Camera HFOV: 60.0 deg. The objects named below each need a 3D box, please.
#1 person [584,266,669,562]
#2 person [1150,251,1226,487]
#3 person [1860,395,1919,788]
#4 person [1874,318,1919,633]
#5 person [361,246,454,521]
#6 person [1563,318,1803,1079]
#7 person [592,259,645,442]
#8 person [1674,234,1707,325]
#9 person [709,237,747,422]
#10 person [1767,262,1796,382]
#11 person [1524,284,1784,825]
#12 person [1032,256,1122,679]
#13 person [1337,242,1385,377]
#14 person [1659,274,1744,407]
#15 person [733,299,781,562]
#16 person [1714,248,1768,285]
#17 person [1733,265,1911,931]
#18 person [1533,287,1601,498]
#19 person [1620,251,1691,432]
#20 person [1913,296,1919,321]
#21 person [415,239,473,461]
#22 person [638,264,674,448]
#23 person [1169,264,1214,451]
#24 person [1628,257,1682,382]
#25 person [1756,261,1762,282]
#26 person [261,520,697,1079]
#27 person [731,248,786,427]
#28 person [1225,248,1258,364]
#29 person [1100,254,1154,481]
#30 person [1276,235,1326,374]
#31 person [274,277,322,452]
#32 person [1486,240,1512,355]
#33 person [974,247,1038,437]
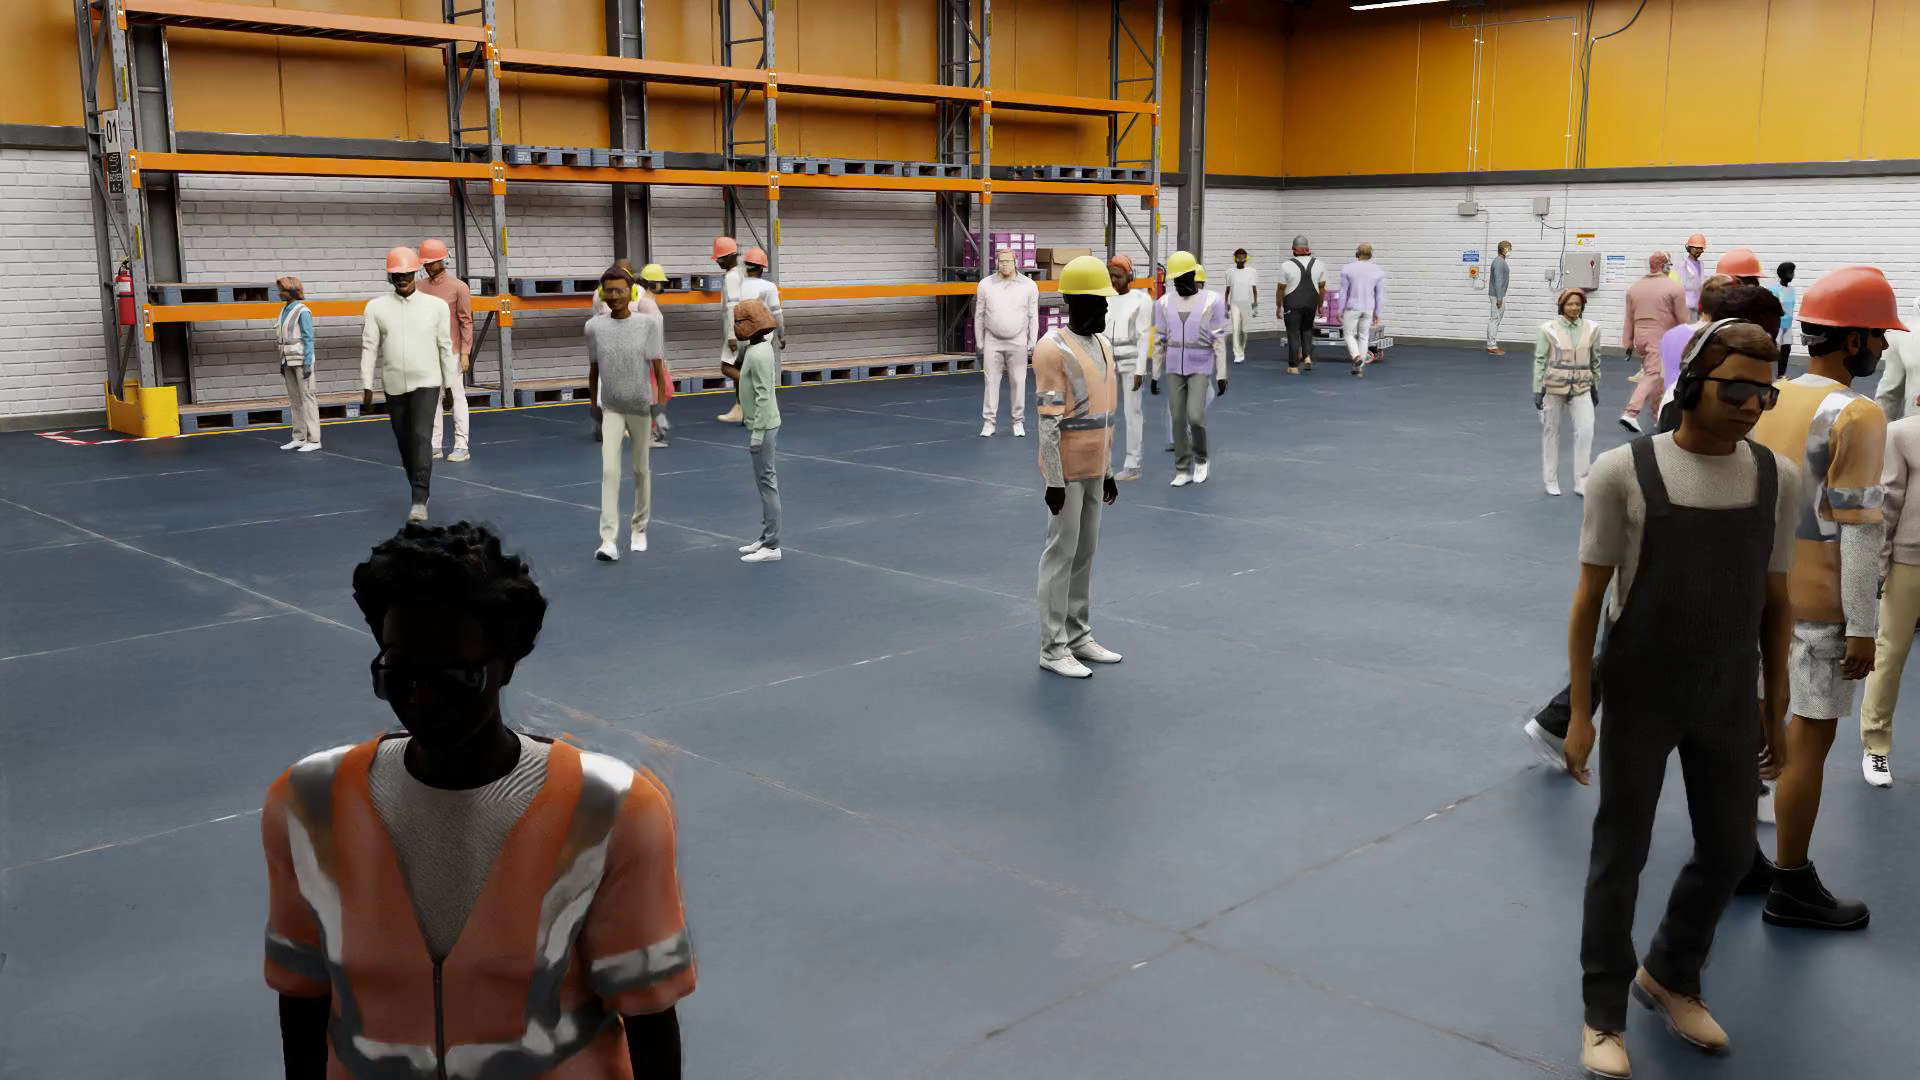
[{"bbox_3d":[-2.074,-0.778,10.359,0.536,1.825,0.935,-1,10,-3],"label":"person"},{"bbox_3d":[1.826,-1.358,13.328,0.633,1.896,0.429,6,12,30],"label":"person"},{"bbox_3d":[3.579,0.101,6.096,0.500,1.636,0.284,1,10,3],"label":"person"},{"bbox_3d":[5.088,-0.487,8.603,0.979,1.905,0.644,-7,12,-33],"label":"person"},{"bbox_3d":[-4.019,-1.160,12.131,0.636,1.952,1.015,-2,11,-9],"label":"person"},{"bbox_3d":[1.711,0.390,4.016,0.552,1.834,0.437,0,10,2],"label":"person"},{"bbox_3d":[-3.345,-1.874,16.459,0.631,1.786,0.944,0,10,-1],"label":"person"},{"bbox_3d":[10.573,-3.397,24.069,0.615,2.038,0.387,-8,13,-36],"label":"person"},{"bbox_3d":[-2.347,-2.246,17.892,0.631,2.007,0.684,1,10,6],"label":"person"},{"bbox_3d":[10.793,-2.844,22.021,0.535,1.677,0.566,-5,12,-26],"label":"person"},{"bbox_3d":[2.532,0.027,5.895,0.986,1.869,0.600,8,13,36],"label":"person"},{"bbox_3d":[0.557,-0.340,7.706,0.364,1.928,0.586,6,12,31],"label":"person"},{"bbox_3d":[5.705,-3.265,23.670,0.643,1.923,0.578,0,10,-2],"label":"person"},{"bbox_3d":[4.020,-0.542,9.117,0.815,1.823,0.574,-6,12,-32],"label":"person"},{"bbox_3d":[-1.258,-0.681,10.371,0.282,1.633,0.498,-1,10,-6],"label":"person"},{"bbox_3d":[4.890,-0.880,10.620,0.360,1.939,0.543,3,11,14],"label":"person"},{"bbox_3d":[2.523,0.168,4.909,0.375,1.935,0.551,-2,11,-9],"label":"person"},{"bbox_3d":[4.682,-1.117,12.770,0.552,1.613,0.665,0,10,1],"label":"person"},{"bbox_3d":[7.191,-2.057,17.269,0.988,1.866,0.654,-5,12,-27],"label":"person"},{"bbox_3d":[7.877,-1.337,13.265,0.355,1.883,0.576,-9,14,-40],"label":"person"},{"bbox_3d":[-4.667,-1.694,14.934,0.609,1.986,0.392,3,11,18],"label":"person"},{"bbox_3d":[-2.888,-1.733,15.764,0.426,1.749,0.560,-2,11,-13],"label":"person"},{"bbox_3d":[2.149,-1.684,15.526,0.421,1.756,0.531,-4,11,-21],"label":"person"},{"bbox_3d":[9.511,-2.998,22.558,0.634,1.812,0.916,-6,12,-28],"label":"person"},{"bbox_3d":[6.956,-1.604,14.857,0.595,1.831,0.403,-7,13,-35],"label":"person"},{"bbox_3d":[-0.603,0.817,2.046,0.552,1.677,0.564,-1,10,-3],"label":"person"},{"bbox_3d":[-2.168,-2.181,17.906,0.554,1.868,1.016,3,11,18],"label":"person"},{"bbox_3d":[4.495,-3.747,26.568,0.557,1.828,0.918,1,10,8],"label":"person"},{"bbox_3d":[1.290,-1.390,13.609,0.576,1.862,0.629,7,13,35],"label":"person"},{"bbox_3d":[4.965,-3.456,24.391,0.710,2.000,0.535,-2,10,-8],"label":"person"},{"bbox_3d":[-6.222,-1.644,15.608,0.523,1.638,0.310,9,14,40],"label":"person"},{"bbox_3d":[9.156,-4.114,28.268,0.352,1.933,0.634,3,11,17],"label":"person"},{"bbox_3d":[0.459,-1.984,16.731,0.650,1.906,0.403,1,10,4],"label":"person"}]
